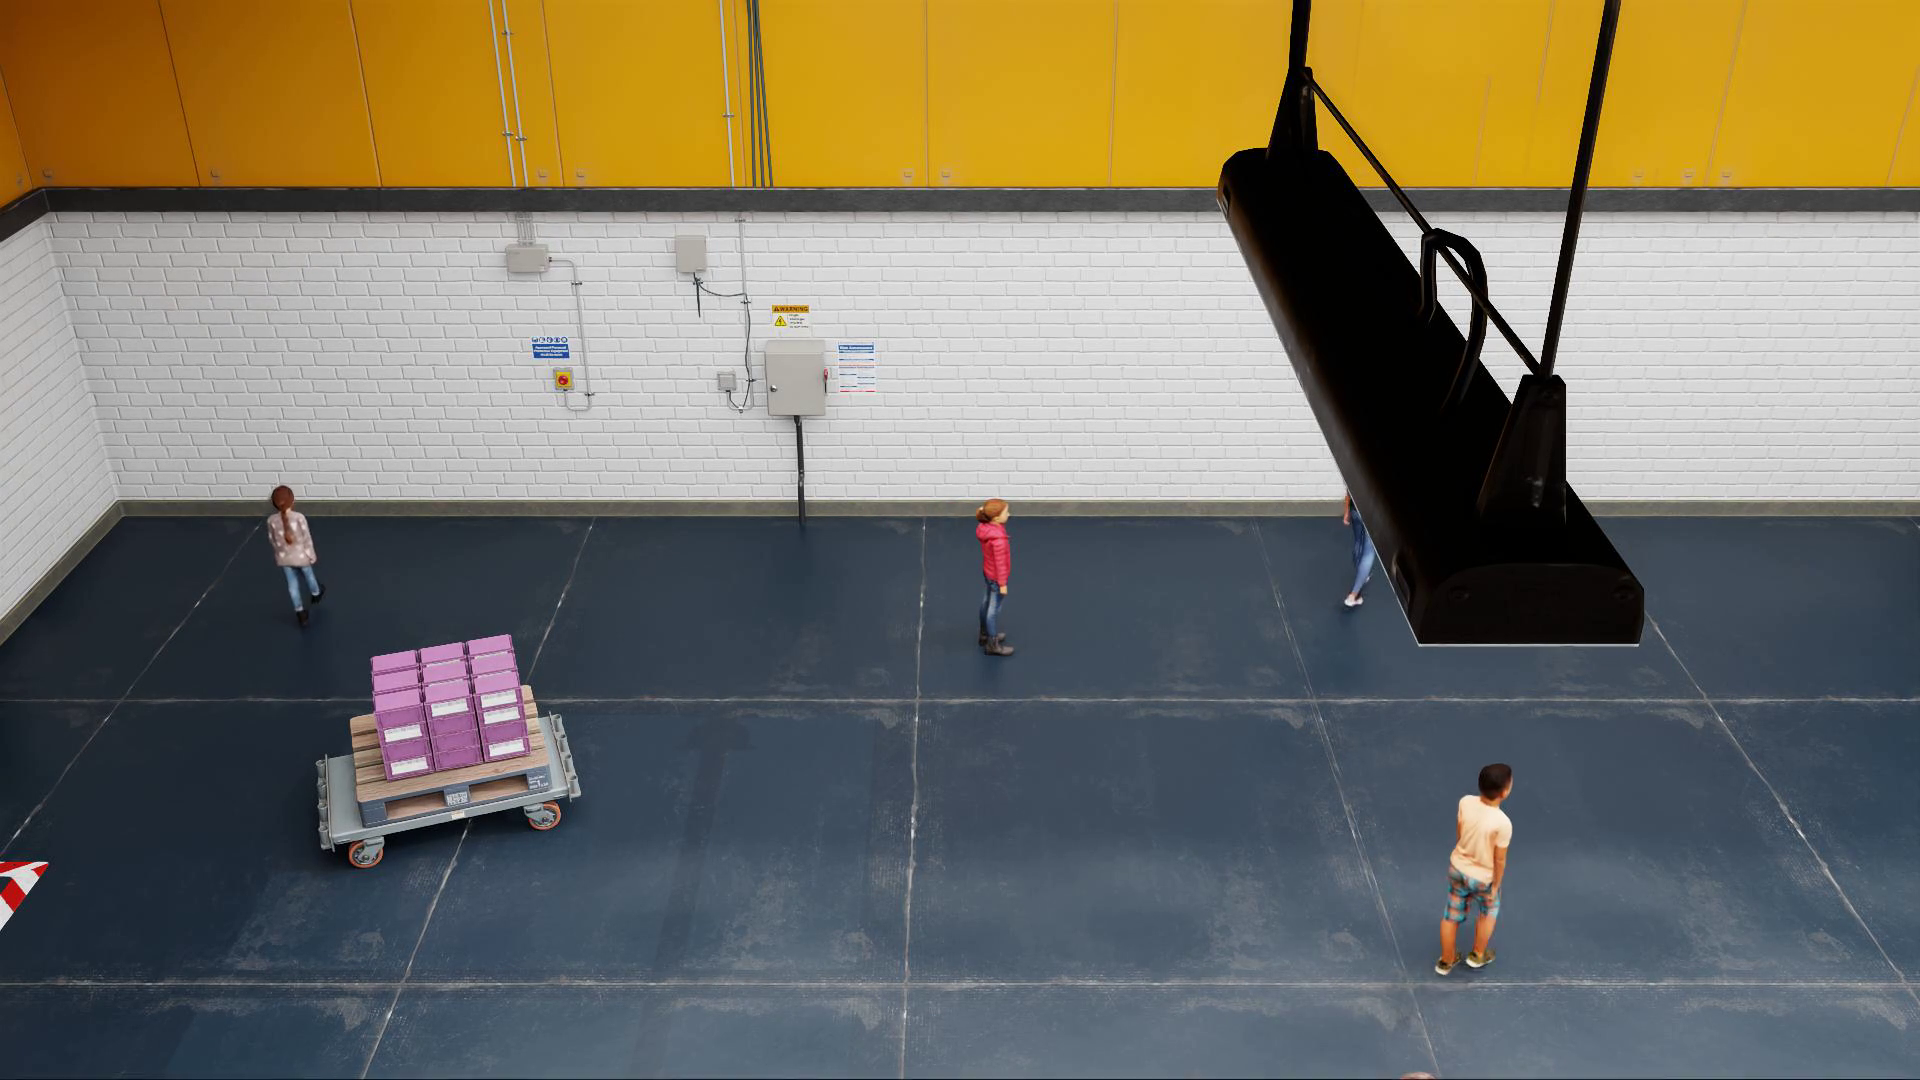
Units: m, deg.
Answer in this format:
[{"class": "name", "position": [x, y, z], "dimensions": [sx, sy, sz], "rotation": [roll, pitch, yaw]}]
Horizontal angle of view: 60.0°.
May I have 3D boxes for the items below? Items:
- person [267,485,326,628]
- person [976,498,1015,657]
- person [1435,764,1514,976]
[{"class": "person", "position": [-5.316, 0.150, 13.236], "dimensions": [0.571, 1.176, 0.769], "rotation": [-4, 29, -8]}, {"class": "person", "position": [0.257, 0.270, 12.868], "dimensions": [0.615, 1.317, 0.494], "rotation": [-6, 29, -11]}, {"class": "person", "position": [2.945, 1.952, 9.651], "dimensions": [0.681, 1.445, 0.742], "rotation": [25, 37, 38]}]
